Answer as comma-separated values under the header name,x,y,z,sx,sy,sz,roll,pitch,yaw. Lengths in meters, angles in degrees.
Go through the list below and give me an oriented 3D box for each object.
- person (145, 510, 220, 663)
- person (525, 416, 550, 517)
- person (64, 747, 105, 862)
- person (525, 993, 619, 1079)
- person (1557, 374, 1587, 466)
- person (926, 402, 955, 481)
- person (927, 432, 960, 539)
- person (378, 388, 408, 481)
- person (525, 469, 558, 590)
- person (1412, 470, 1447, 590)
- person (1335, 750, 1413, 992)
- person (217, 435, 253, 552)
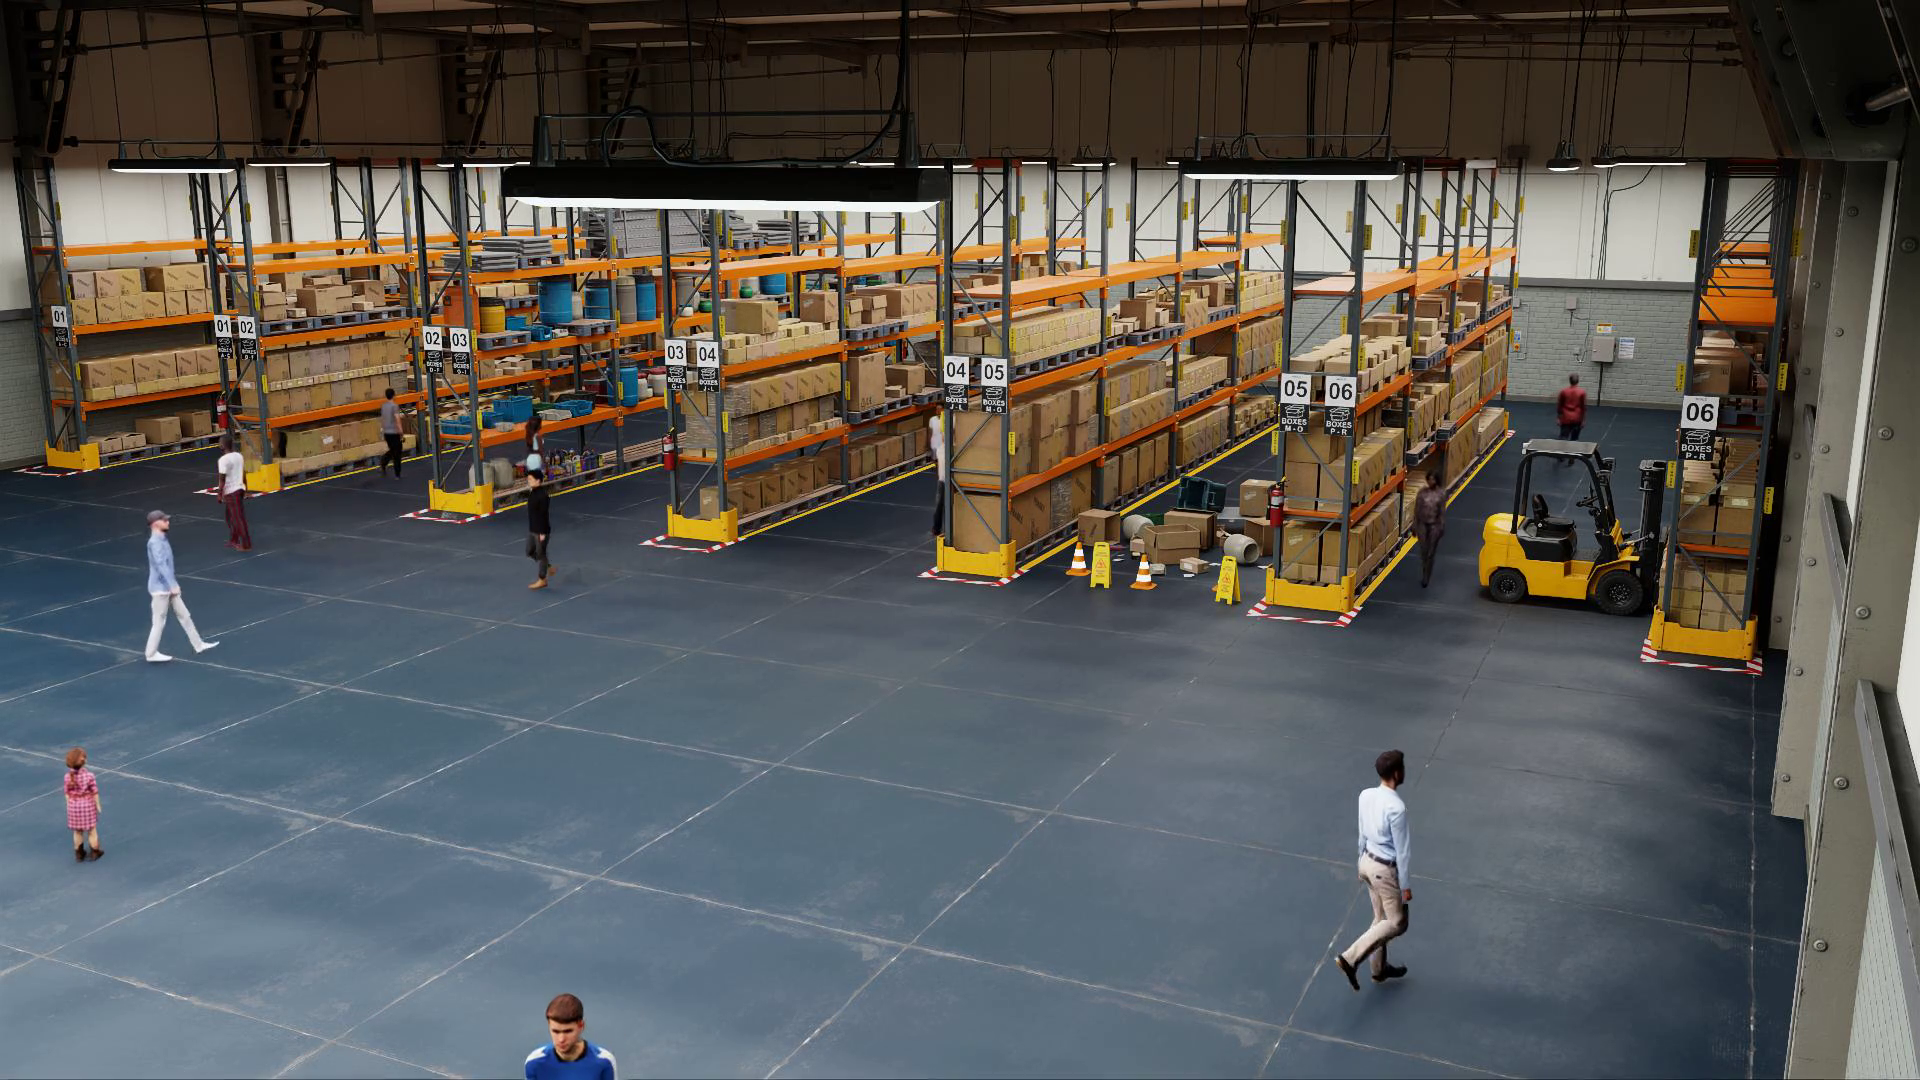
name,x,y,z,sx,sy,sz,roll,pitch,yaw
person,-9.733,0.587,20.119,1.102,1.854,1.085,-3,13,-13
person,-7.336,-1.256,28.397,0.733,1.711,0.702,-12,18,-42
person,-7.679,2.307,14.541,0.503,1.021,0.549,-2,13,-10
person,-2.005,3.211,8.863,1.056,1.819,1.223,-2,13,-10
person,12.110,-2.378,33.014,0.696,1.814,0.816,6,15,26
person,-0.311,-1.662,30.143,0.629,1.714,0.611,6,14,24
person,-0.112,-0.910,26.799,0.676,1.757,1.111,7,15,27
person,-10.811,-1.989,31.491,0.676,1.743,0.761,8,15,31
person,-5.942,-0.171,23.695,0.857,1.718,0.813,-9,16,-35
person,6.687,-0.150,23.715,0.588,1.669,1.115,6,14,23
person,3.038,2.448,12.151,1.060,1.825,0.984,-5,14,-22
person,-11.172,-0.711,25.808,0.865,1.817,0.792,2,13,9
